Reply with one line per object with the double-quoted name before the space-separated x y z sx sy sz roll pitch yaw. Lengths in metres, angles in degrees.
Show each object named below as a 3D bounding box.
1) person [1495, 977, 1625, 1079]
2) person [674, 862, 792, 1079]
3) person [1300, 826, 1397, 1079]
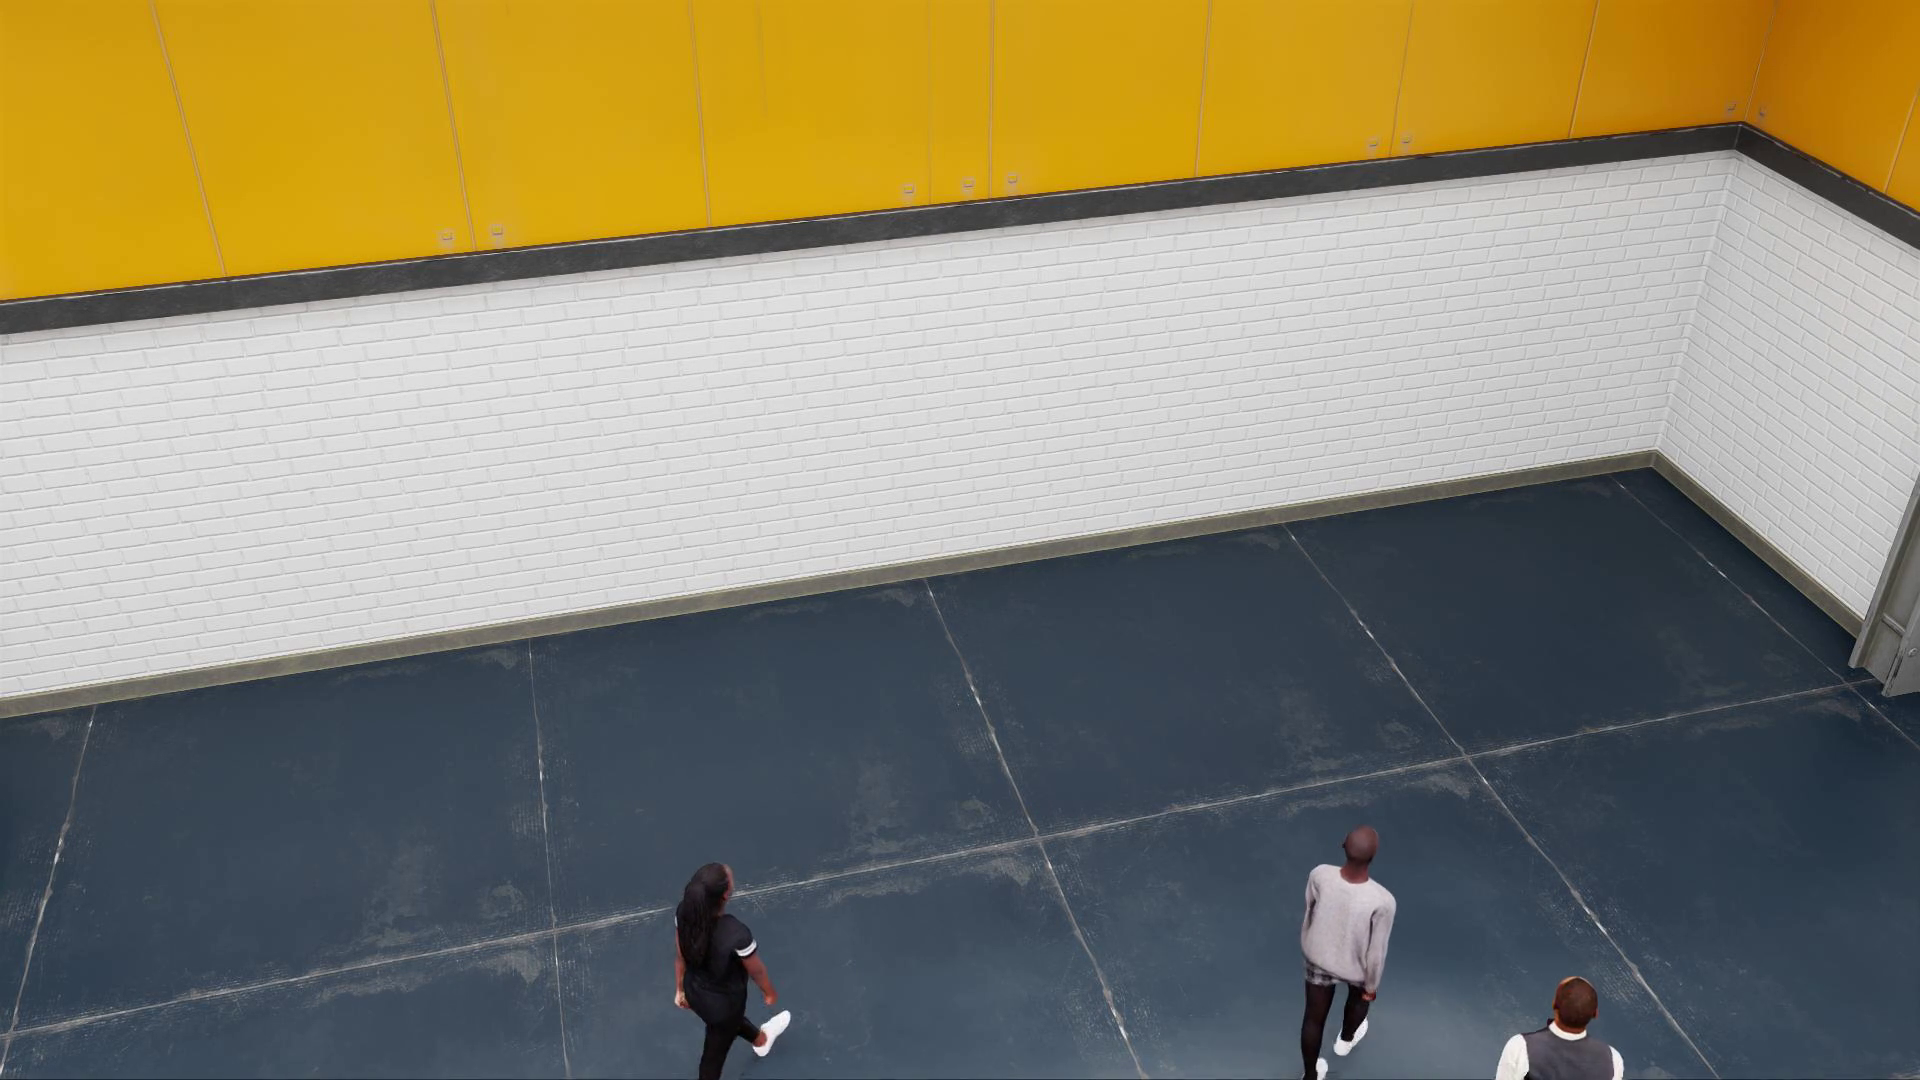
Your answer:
"person" 2.608 2.758 7.453 0.981 1.894 1.090 11 35 16
"person" -1.254 2.343 8.259 1.112 1.692 1.093 23 40 30
"person" 1.883 2.192 8.430 0.940 1.754 0.990 18 38 25
